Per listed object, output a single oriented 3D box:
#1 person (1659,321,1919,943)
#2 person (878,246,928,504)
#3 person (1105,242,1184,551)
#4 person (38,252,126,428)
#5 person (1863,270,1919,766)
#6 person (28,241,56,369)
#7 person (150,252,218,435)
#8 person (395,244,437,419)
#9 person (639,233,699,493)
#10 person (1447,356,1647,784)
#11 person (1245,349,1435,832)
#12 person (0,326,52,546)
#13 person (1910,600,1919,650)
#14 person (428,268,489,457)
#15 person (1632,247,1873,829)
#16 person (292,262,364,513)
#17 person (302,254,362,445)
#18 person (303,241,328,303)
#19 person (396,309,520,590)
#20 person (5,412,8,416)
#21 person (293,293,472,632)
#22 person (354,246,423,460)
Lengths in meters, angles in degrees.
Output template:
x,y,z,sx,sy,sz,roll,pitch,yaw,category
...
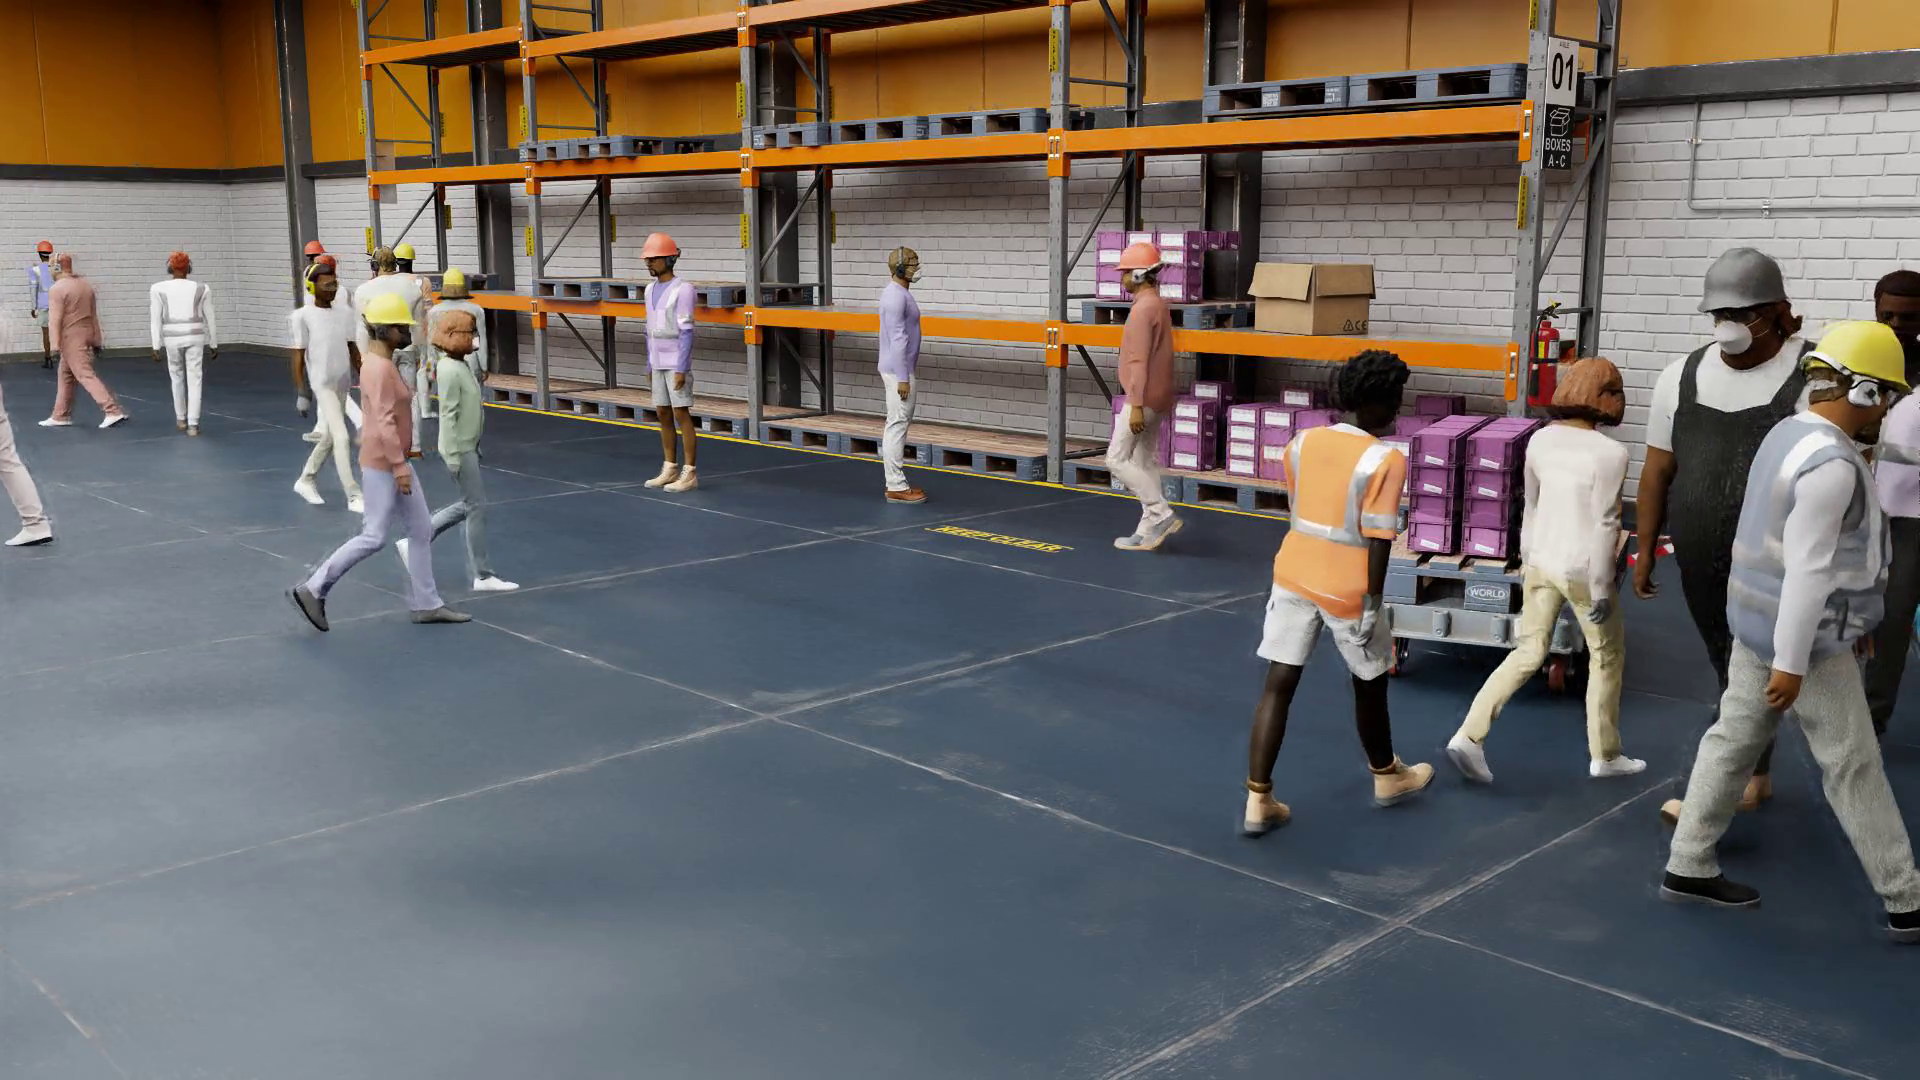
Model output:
x,y,z,sx,sy,sz,roll,pitch,yaw,category
2.544,0.262,4.826,0.891,1.772,0.588,2,11,10,person
-0.440,-1.251,12.647,0.373,1.940,0.630,0,10,-2,person
1.156,-0.893,10.580,0.427,1.976,0.643,3,11,18,person
-9.300,-2.095,17.502,0.993,1.857,0.650,0,10,0,person
3.536,-0.084,6.401,0.600,1.901,0.548,6,12,30,person
-13.884,-3.585,25.372,0.553,1.935,0.362,-9,14,-41,person
-7.968,-2.022,17.114,0.607,1.834,0.977,-4,11,-22,person
-6.056,-2.279,18.279,0.587,1.928,0.363,-1,10,-5,person
-2.316,-1.390,13.151,0.395,2.037,0.605,-10,14,-44,person
2.187,0.120,6.102,0.800,1.595,0.502,-5,11,-24,person
1.300,0.171,5.672,0.843,1.636,0.543,-9,13,-39,person
-6.414,-0.852,10.706,1.013,1.851,0.669,0,10,-1,person
4.285,-0.204,7.249,0.609,1.819,0.489,1,10,3,person
-4.473,-1.558,14.861,0.506,1.727,0.453,-3,11,-14,person
2.589,-0.007,5.584,1.036,2.000,0.702,-8,13,-39,person
-4.686,-1.134,12.317,0.934,1.838,0.530,5,12,27,person
-6.077,-1.846,16.152,0.909,1.852,0.574,3,11,16,person
-8.870,-3.151,22.994,0.344,1.942,0.548,-3,11,-14,person
-2.888,-0.498,9.434,0.640,1.615,0.503,-1,10,-5,person
-9.218,-1.782,15.540,0.603,1.945,0.692,2,11,10,person
-2.994,-0.392,8.508,0.796,1.738,0.533,-2,11,-9,person
-5.072,-1.647,14.848,0.622,1.932,0.368,-10,14,-43,person
